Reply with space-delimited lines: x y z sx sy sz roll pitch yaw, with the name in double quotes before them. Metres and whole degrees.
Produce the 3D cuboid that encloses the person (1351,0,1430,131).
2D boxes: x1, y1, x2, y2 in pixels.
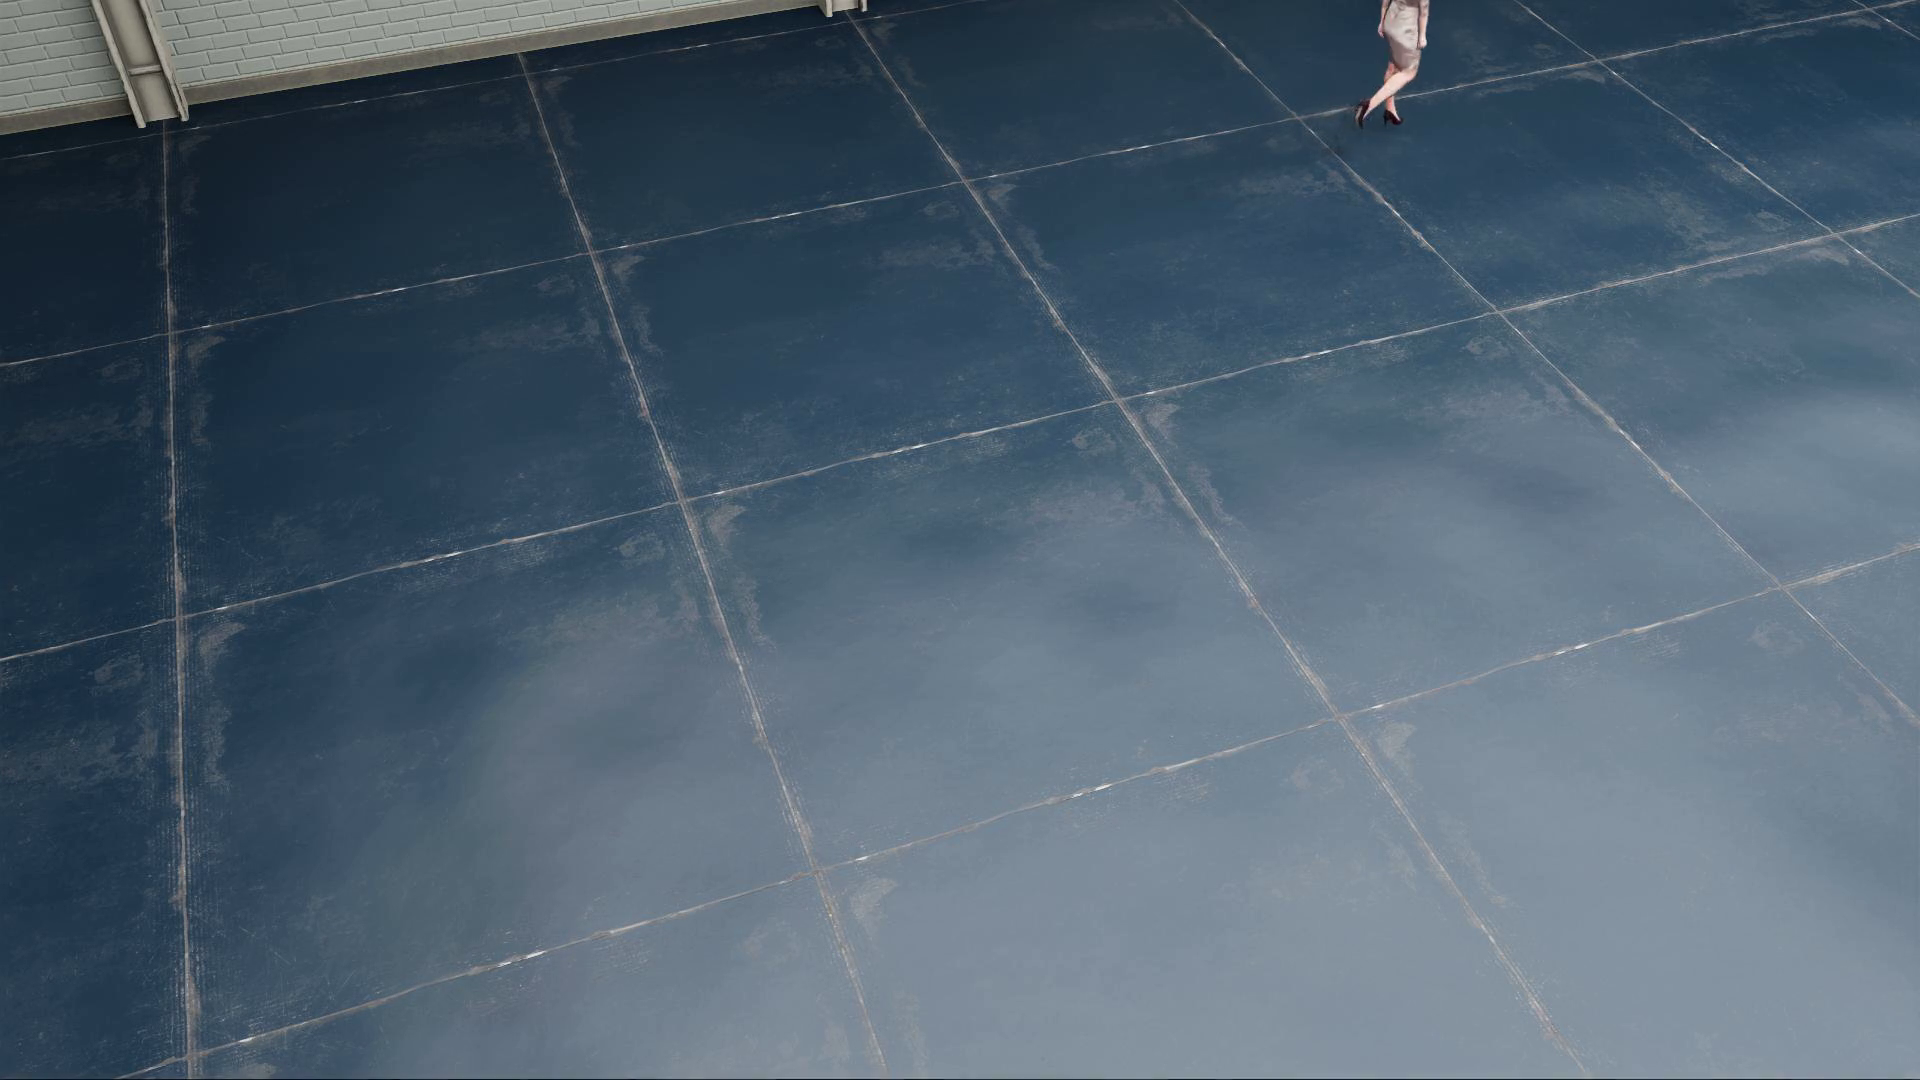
"person" 3.473 -4.018 13.250 0.947 1.730 0.733 -25 48 -24
